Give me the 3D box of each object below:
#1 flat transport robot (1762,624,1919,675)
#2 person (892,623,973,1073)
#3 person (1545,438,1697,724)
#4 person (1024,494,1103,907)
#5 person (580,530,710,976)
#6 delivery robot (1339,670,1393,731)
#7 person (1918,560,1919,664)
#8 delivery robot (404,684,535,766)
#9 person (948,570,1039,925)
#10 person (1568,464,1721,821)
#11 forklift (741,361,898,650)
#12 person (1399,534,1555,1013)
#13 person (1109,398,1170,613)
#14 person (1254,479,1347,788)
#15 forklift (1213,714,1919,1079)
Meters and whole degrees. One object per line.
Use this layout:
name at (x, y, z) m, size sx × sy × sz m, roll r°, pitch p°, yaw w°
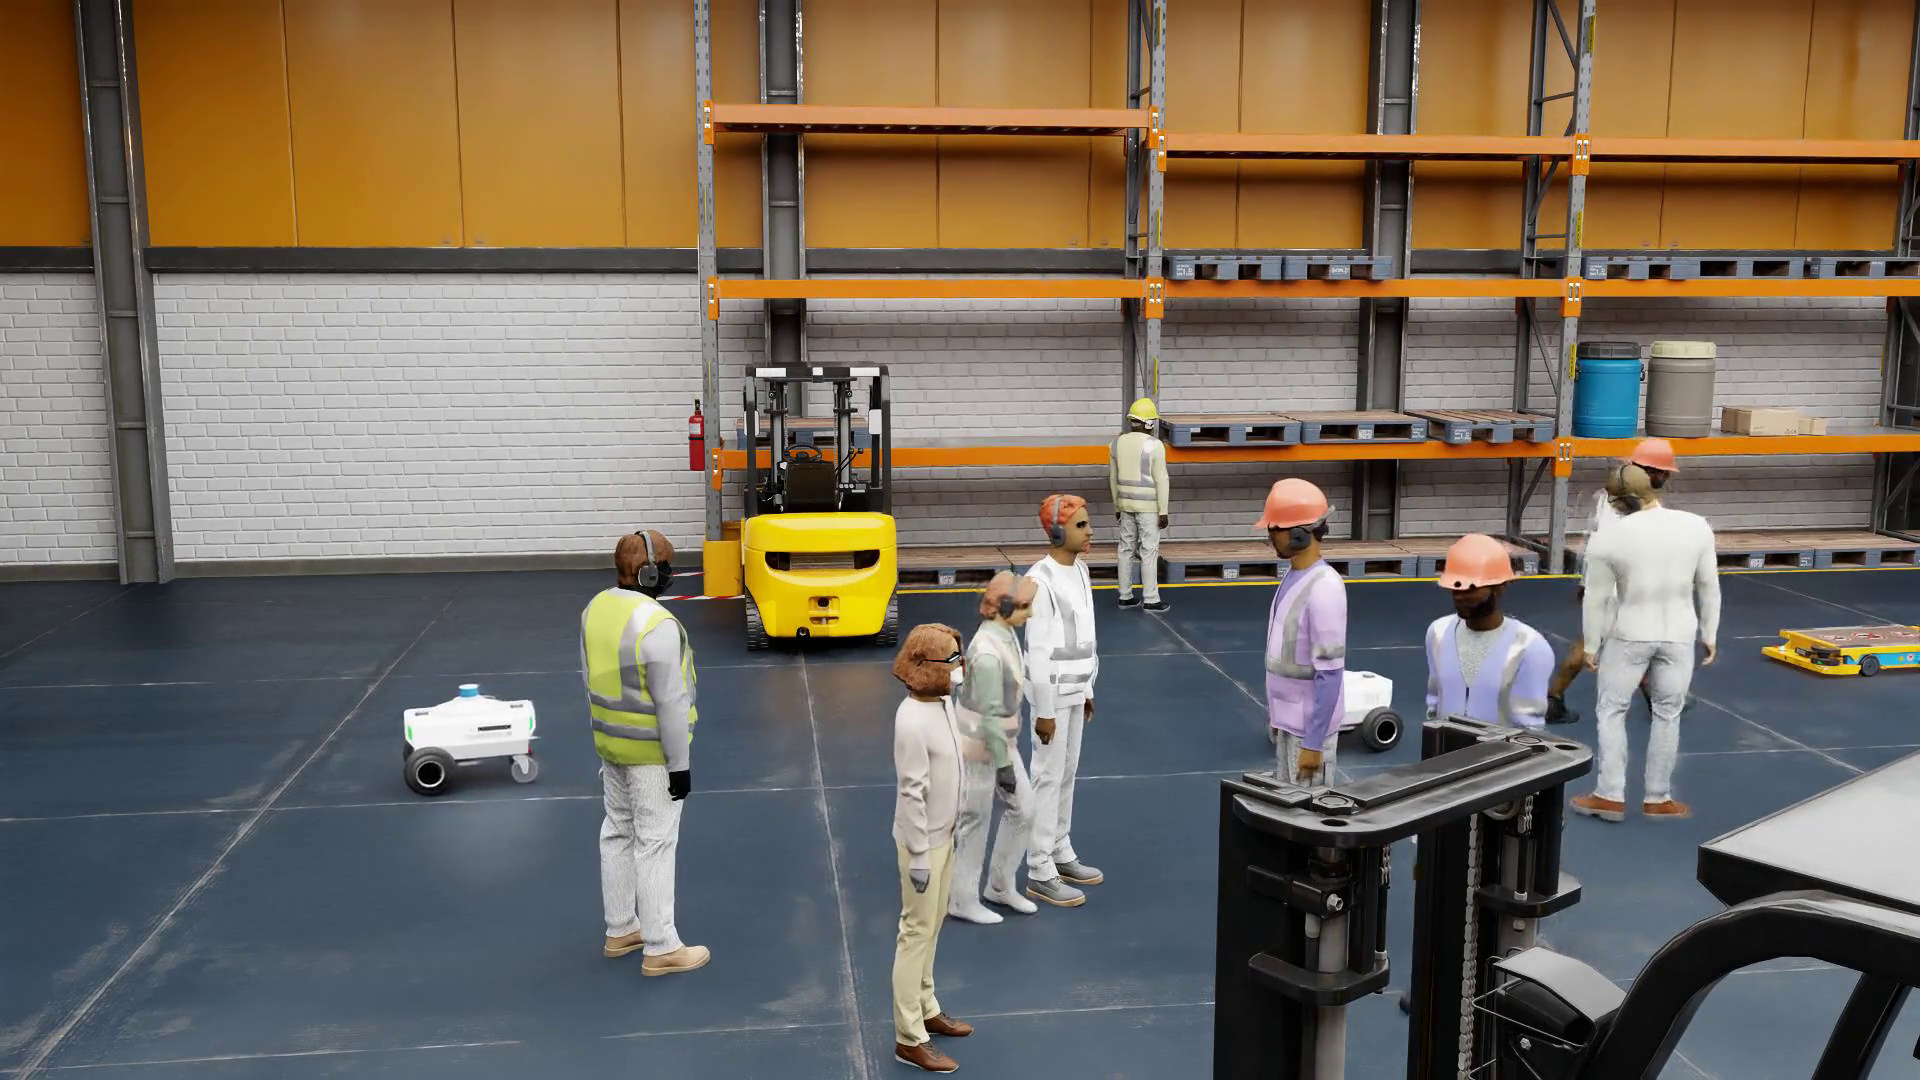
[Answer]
flat transport robot at (6.761, 0.796, 12.258) m, size 1.431 × 0.197 × 0.652 m, roll -2°, pitch 9°, yaw -11°
person at (-0.107, 1.104, 6.097) m, size 0.276 × 1.633 × 0.507 m, roll 2°, pitch 9°, yaw 12°
person at (4.196, 0.280, 10.573) m, size 1.031 × 1.857 × 0.544 m, roll 0°, pitch 9°, yaw 0°
person at (0.472, 0.724, 7.688) m, size 0.355 × 1.884 × 0.575 m, roll 4°, pitch 10°, yaw 22°
person at (-1.303, 0.870, 6.913) m, size 0.429 × 1.841 × 0.633 m, roll -8°, pitch 12°, yaw -41°
delivery robot at (2.257, 0.951, 10.114) m, size 0.707 × 0.478 × 0.477 m, roll -3°, pitch 10°, yaw -19°
person at (5.716, 0.422, 9.390) m, size 0.453 × 1.949 × 0.623 m, roll -9°, pitch 13°, yaw -44°
delivery robot at (-2.773, 1.062, 9.424) m, size 0.707 × 0.478 × 0.477 m, roll -3°, pitch 10°, yaw -19°
person at (0.164, 0.920, 7.271) m, size 0.518 × 1.610 × 0.533 m, roll 2°, pitch 9°, yaw 13°
person at (3.603, 0.561, 8.723) m, size 0.706 × 1.898 × 0.381 m, roll 2°, pitch 9°, yaw 13°
forklift at (-1.154, -0.340, 13.365) m, size 1.214 × 2.155 × 2.313 m, roll -1°, pitch 9°, yaw -7°
person at (1.967, 0.926, 6.357) m, size 0.632 × 1.914 × 0.545 m, roll -9°, pitch 13°, yaw -43°
person at (1.554, -0.294, 14.200) m, size 0.587 × 1.833 × 0.404 m, roll 9°, pitch 13°, yaw 43°
person at (1.423, 0.753, 7.041) m, size 0.393 × 2.036 × 0.605 m, roll 0°, pitch 9°, yaw -1°
forklift at (1.441, 1.425, 2.350) m, size 1.214 × 2.155 × 2.313 m, roll -7°, pitch 12°, yaw -39°
